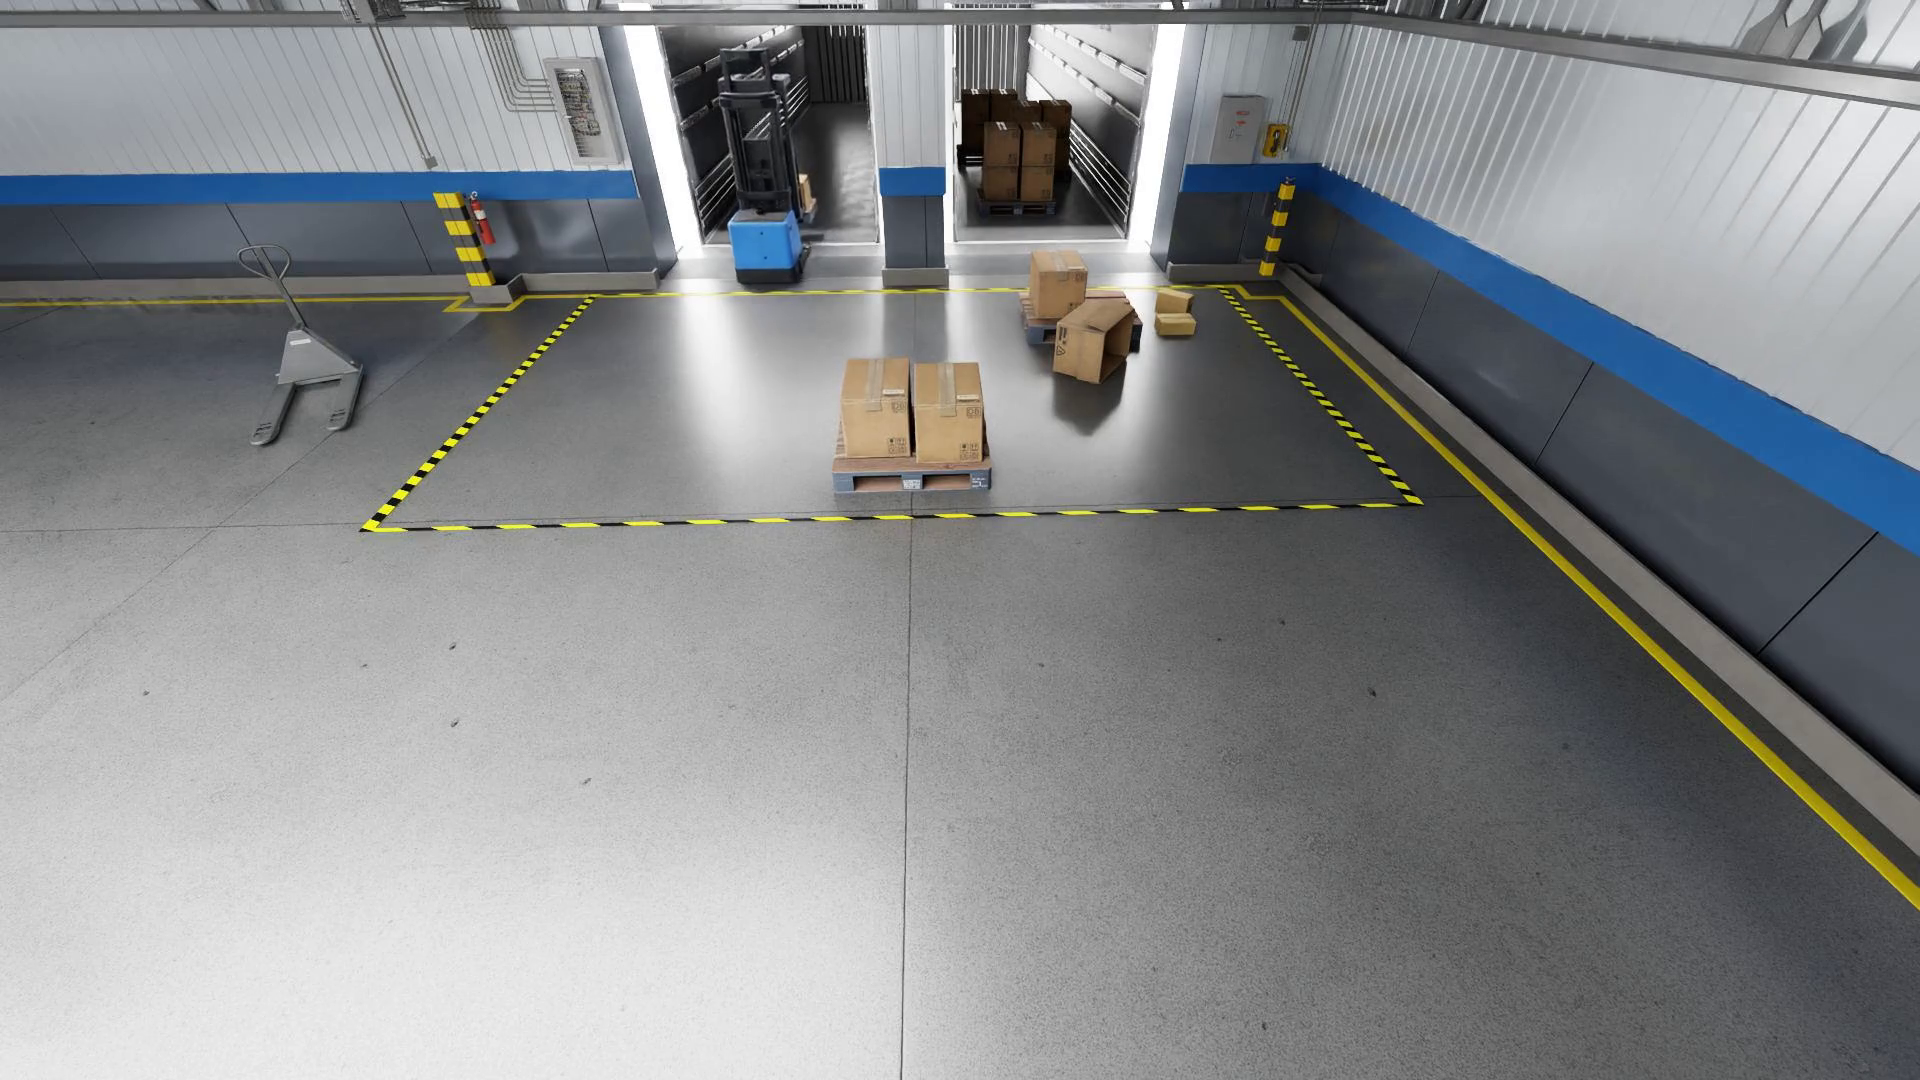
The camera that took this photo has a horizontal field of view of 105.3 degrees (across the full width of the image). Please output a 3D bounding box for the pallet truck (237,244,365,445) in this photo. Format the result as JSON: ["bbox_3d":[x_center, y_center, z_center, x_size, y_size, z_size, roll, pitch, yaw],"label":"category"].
[{"bbox_3d":[-5.915,-1.733,6.366,0.680,1.201,1.601,-18,42,-21],"label":"pallet truck"}]

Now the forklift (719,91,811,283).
[{"bbox_3d":[-2.415,-4.212,8.844,0.716,2.013,0.776,-1,38,-1],"label":"forklift"}]
